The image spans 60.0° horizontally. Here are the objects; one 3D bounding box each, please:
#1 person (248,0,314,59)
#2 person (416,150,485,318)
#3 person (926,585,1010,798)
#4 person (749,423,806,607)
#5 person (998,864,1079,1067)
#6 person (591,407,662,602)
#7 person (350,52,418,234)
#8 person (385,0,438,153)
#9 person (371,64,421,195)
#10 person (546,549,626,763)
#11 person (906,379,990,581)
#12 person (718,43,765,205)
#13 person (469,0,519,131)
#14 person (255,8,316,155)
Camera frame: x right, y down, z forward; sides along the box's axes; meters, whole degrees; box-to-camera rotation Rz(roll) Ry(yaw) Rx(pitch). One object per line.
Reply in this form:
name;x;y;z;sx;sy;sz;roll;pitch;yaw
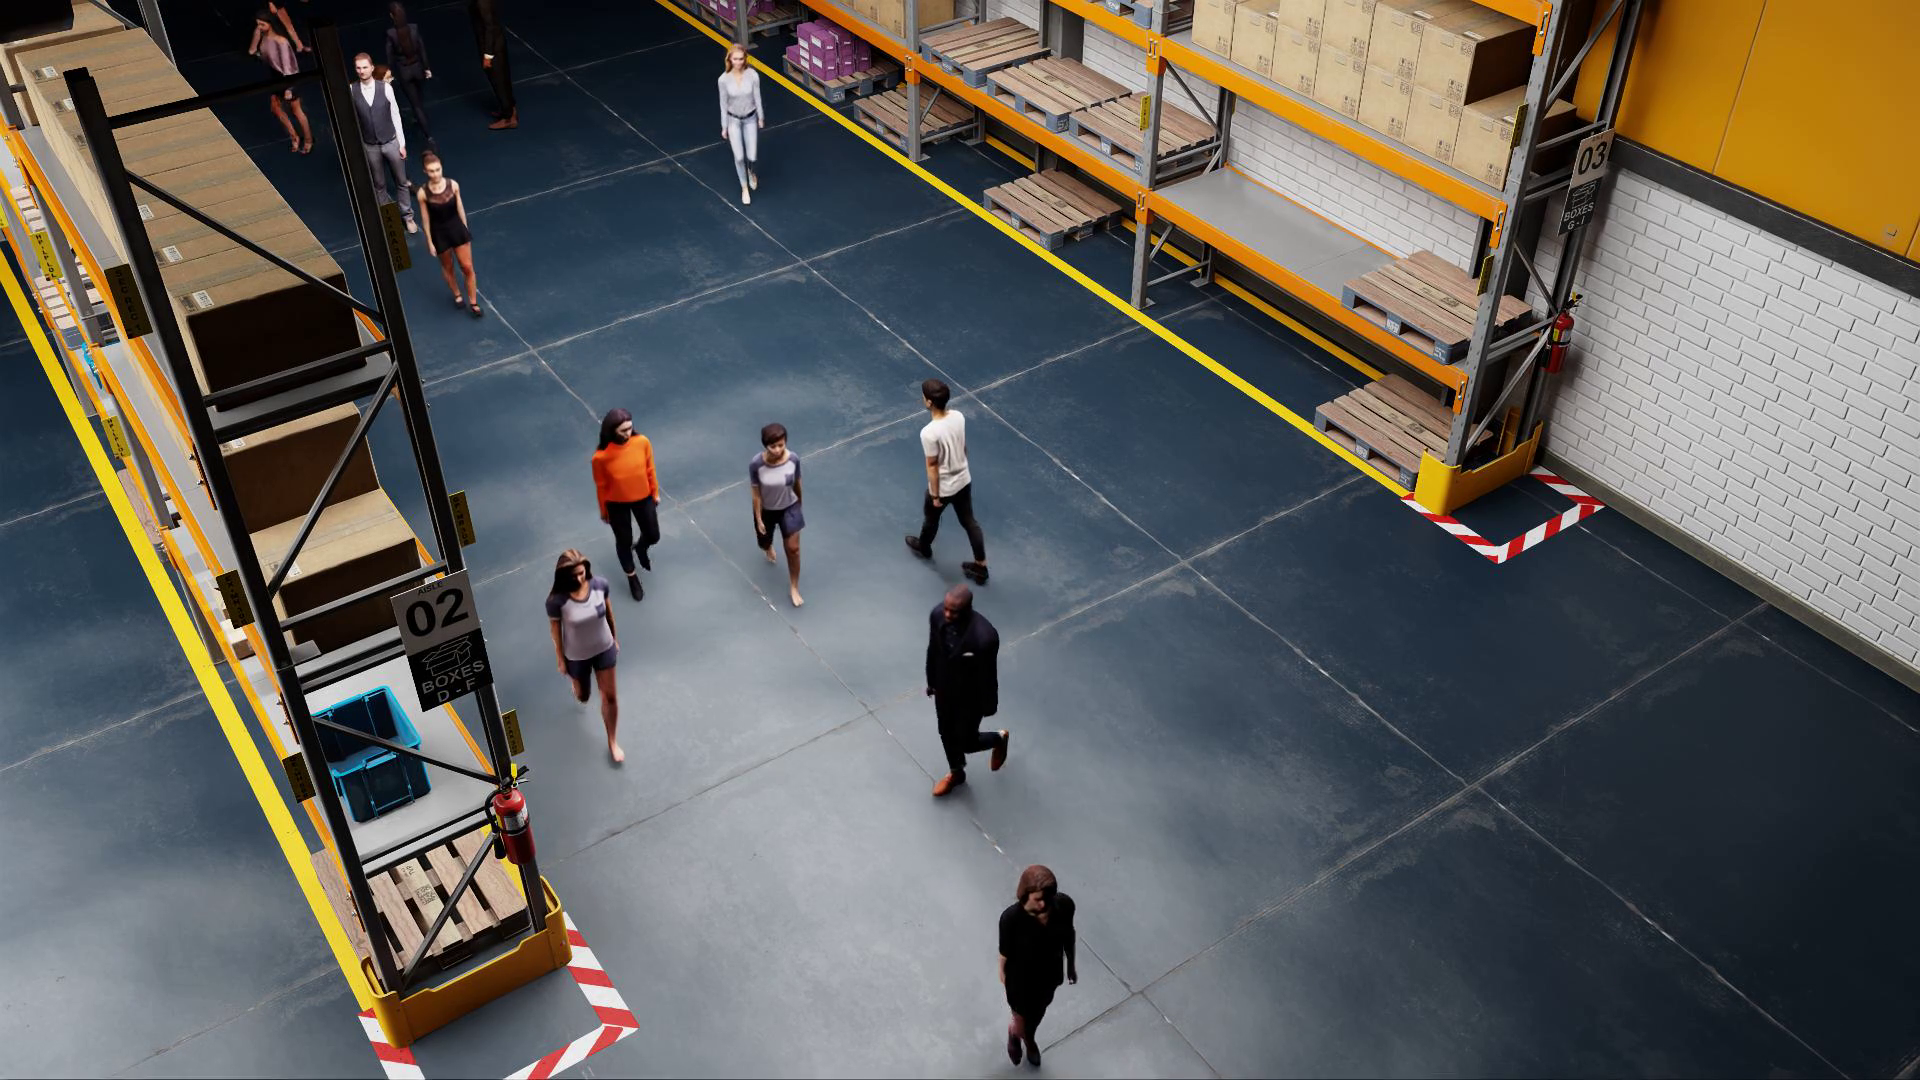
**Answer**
person;-8.815;-6.801;20.952;0.963;1.517;1.074;-4;39;-5
person;-4.973;-2.994;16.072;0.645;1.658;0.829;-18;42;-21
person;0.075;0.952;11.015;0.860;1.803;0.854;31;48;33
person;-1.426;-0.273;12.758;0.779;1.542;1.012;-8;39;-10
person;0.385;2.353;9.348;0.631;1.695;0.619;-16;41;-19
person;-2.551;-0.331;12.676;0.677;1.736;0.728;-16;41;-19
person;-6.012;-4.124;17.263;0.734;1.938;0.707;-8;39;-10
person;-6.186;-5.211;18.847;0.603;1.659;1.082;-25;45;-28
person;-6.283;-4.461;18.071;1.013;1.456;0.931;9;40;12
person;-2.570;0.713;11.390;0.683;1.709;1.004;-19;42;-22
person;-0.039;-0.410;12.832;1.104;1.664;0.788;30;48;32
person;-2.349;-4.514;17.876;0.766;1.783;0.829;-3;39;-4
person;-5.419;-5.725;19.297;0.862;1.903;0.760;0;39;0
person;-7.479;-5.145;18.671;0.688;1.776;0.830;29;47;32
